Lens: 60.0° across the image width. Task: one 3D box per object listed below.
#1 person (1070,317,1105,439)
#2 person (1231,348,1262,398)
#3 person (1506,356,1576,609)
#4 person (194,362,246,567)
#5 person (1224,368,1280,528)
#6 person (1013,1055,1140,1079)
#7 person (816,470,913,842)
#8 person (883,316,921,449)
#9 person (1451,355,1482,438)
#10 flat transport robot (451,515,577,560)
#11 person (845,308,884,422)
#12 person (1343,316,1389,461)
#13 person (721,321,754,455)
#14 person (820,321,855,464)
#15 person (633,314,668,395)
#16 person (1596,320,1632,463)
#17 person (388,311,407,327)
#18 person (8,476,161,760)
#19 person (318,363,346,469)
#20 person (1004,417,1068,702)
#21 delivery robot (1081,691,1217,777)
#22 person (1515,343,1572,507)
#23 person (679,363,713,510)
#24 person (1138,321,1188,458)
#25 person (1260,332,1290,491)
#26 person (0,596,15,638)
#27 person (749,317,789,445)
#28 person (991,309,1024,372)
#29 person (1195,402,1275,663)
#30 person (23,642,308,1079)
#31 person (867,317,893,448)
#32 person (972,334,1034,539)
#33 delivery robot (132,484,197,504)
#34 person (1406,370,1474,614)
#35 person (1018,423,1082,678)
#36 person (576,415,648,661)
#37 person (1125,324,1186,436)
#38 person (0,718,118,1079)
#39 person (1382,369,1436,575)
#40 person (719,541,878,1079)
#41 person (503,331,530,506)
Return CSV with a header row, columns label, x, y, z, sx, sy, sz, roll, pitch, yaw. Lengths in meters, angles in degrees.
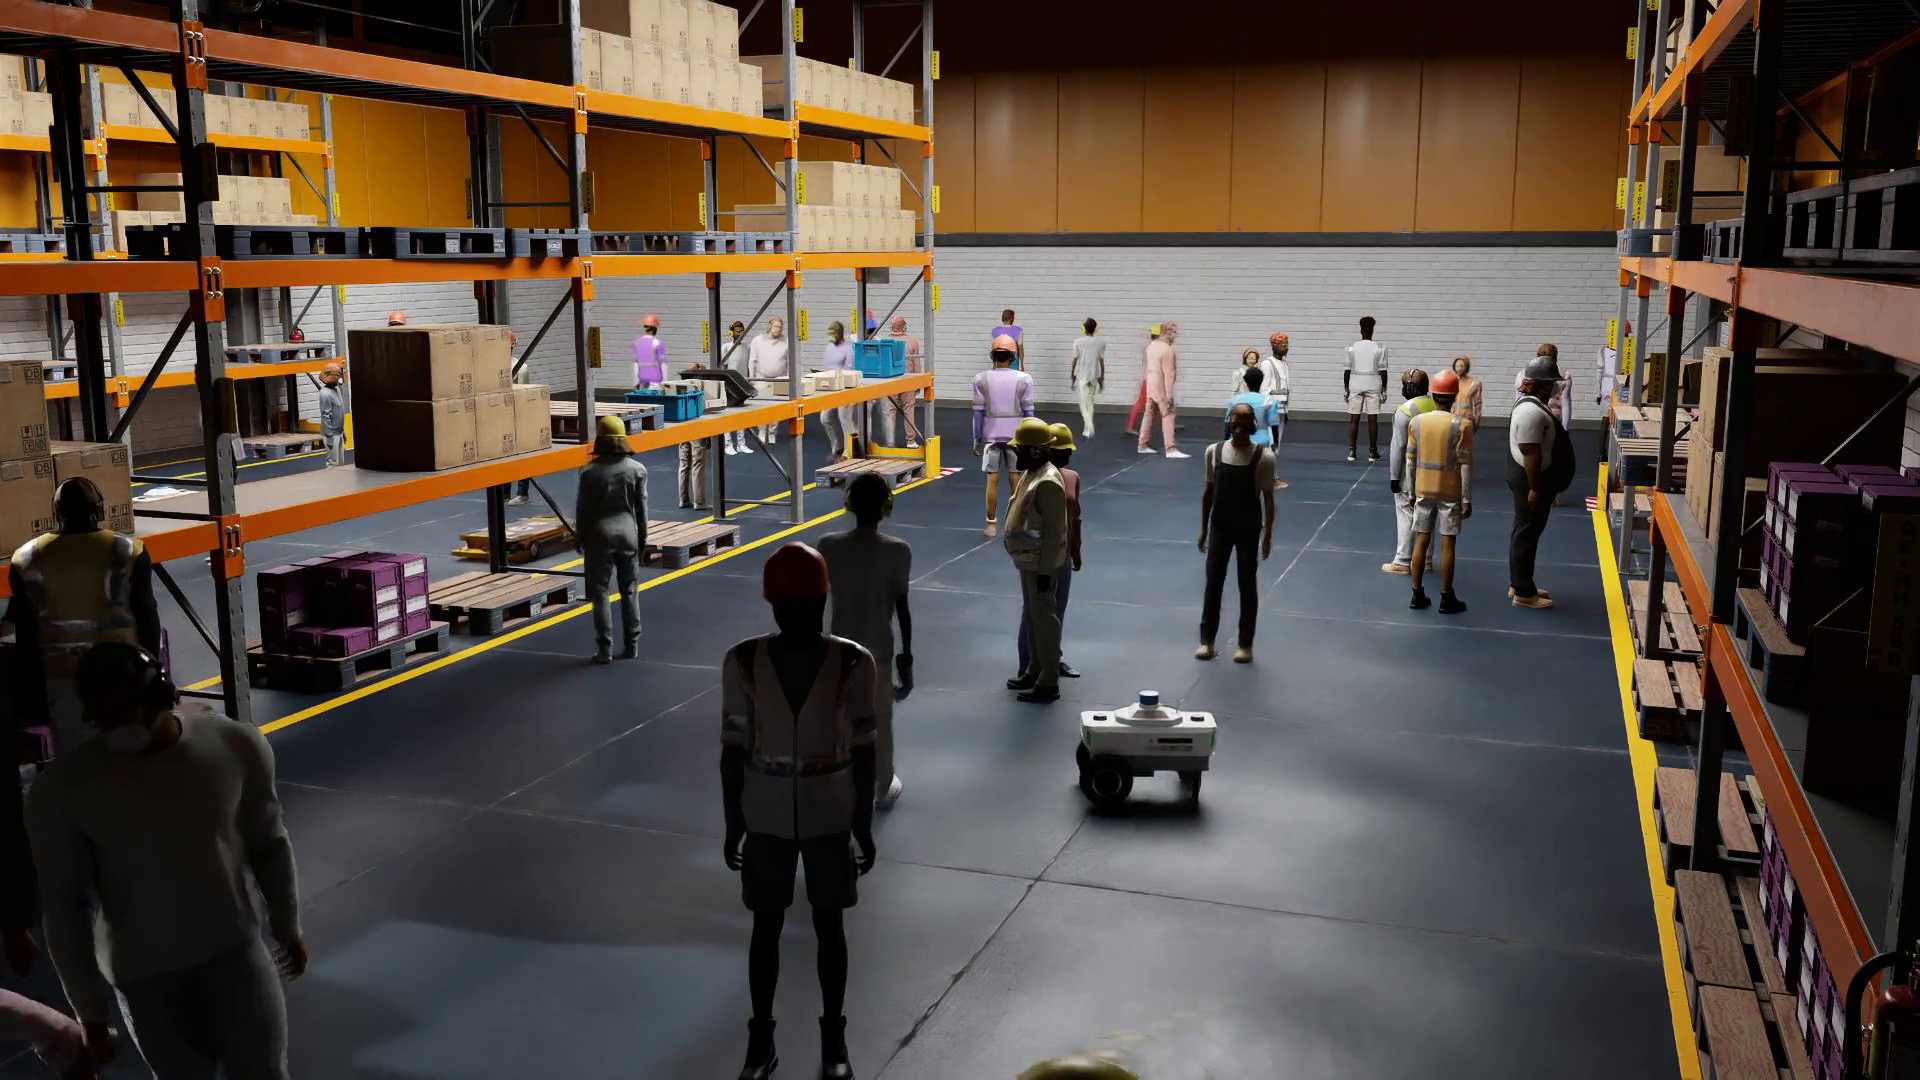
label,x,y,z,sx,sy,sz,roll,pitch,yaw
person,1.939,-2.439,25.123,0.519,1.846,0.800,-2,10,-9
person,3.625,-1.595,20.942,0.517,1.636,0.314,-5,11,-26
person,4.707,-0.477,13.508,0.538,2.000,0.687,3,10,15
person,-6.756,-0.713,15.197,0.407,1.916,0.595,-7,12,-33
person,3.065,-0.983,17.456,0.591,1.626,0.928,4,11,20
person,0.166,1.601,2.258,1.006,1.870,0.598,-6,12,-29
person,-0.496,0.567,8.294,0.550,1.820,0.948,1,10,7
person,-0.869,-2.259,23.914,0.638,1.911,0.406,1,10,6
person,5.905,-1.381,19.769,0.519,1.625,0.424,4,11,22
flat transport robot,-4.181,-0.030,15.971,0.652,0.197,1.431,3,11,19
person,-1.332,-2.375,24.295,0.629,2.002,0.936,3,10,15
person,5.501,-2.049,22.566,0.606,1.966,0.367,4,11,22
person,-3.113,-2.131,23.299,0.327,1.874,0.518,10,14,44
person,-1.613,-1.957,22.186,0.490,1.918,0.657,-10,14,-44
person,-4.625,-2.411,24.805,0.557,1.934,0.733,5,11,27
person,8.773,-1.973,22.216,0.372,1.939,0.544,-9,14,-43
person,-7.918,-2.237,23.553,0.624,1.990,0.388,-3,10,-16
person,-4.157,0.610,7.976,0.627,1.836,0.428,-2,10,-12
person,-6.966,-1.162,18.538,0.295,1.622,0.510,-1,10,-4
person,0.483,0.122,10.720,0.403,1.831,0.597,-1,10,-8
delivery robot,1.004,1.047,8.845,0.707,0.478,0.477,0,10,2
person,6.525,-1.282,18.638,0.628,1.837,0.429,7,12,36
person,-2.941,-1.142,18.401,0.519,1.634,0.312,8,13,38
person,2.818,-2.095,23.094,0.446,1.890,0.690,-4,11,-19
person,3.776,-1.542,19.941,0.337,1.882,0.585,7,12,33
person,-6.887,-0.011,11.925,0.637,1.674,0.369,1,10,5
person,-2.747,-2.311,24.313,0.688,1.868,0.729,-2,10,-12
person,0.805,-2.972,28.126,0.563,1.837,0.388,3,10,16
person,1.939,-0.056,11.706,0.545,1.839,0.369,5,11,25
person,-2.130,1.179,4.575,0.698,1.898,0.436,-8,13,-37
person,-1.203,-2.154,23.260,0.438,1.934,0.620,7,12,35
person,0.430,-1.028,16.611,0.614,2.038,0.395,1,10,3
delivery robot,-8.016,-0.352,16.723,0.477,0.478,0.707,4,11,19
person,3.833,-0.385,13.267,0.551,1.940,0.349,9,13,40
person,0.621,0.096,11.093,0.520,1.759,0.348,-9,14,-43
person,-2.438,-0.007,11.711,0.502,1.738,0.355,-5,11,-28
person,2.984,-2.437,25.473,0.948,1.710,0.515,1,10,3
person,-3.018,1.068,5.083,0.690,1.944,0.883,5,11,28
person,4.042,-0.603,14.813,0.624,1.837,0.429,-7,12,-34
person,-0.551,0.957,5.716,0.542,1.939,0.365,0,10,-2
person,-5.102,-1.385,18.748,0.612,1.995,0.378,6,12,30
